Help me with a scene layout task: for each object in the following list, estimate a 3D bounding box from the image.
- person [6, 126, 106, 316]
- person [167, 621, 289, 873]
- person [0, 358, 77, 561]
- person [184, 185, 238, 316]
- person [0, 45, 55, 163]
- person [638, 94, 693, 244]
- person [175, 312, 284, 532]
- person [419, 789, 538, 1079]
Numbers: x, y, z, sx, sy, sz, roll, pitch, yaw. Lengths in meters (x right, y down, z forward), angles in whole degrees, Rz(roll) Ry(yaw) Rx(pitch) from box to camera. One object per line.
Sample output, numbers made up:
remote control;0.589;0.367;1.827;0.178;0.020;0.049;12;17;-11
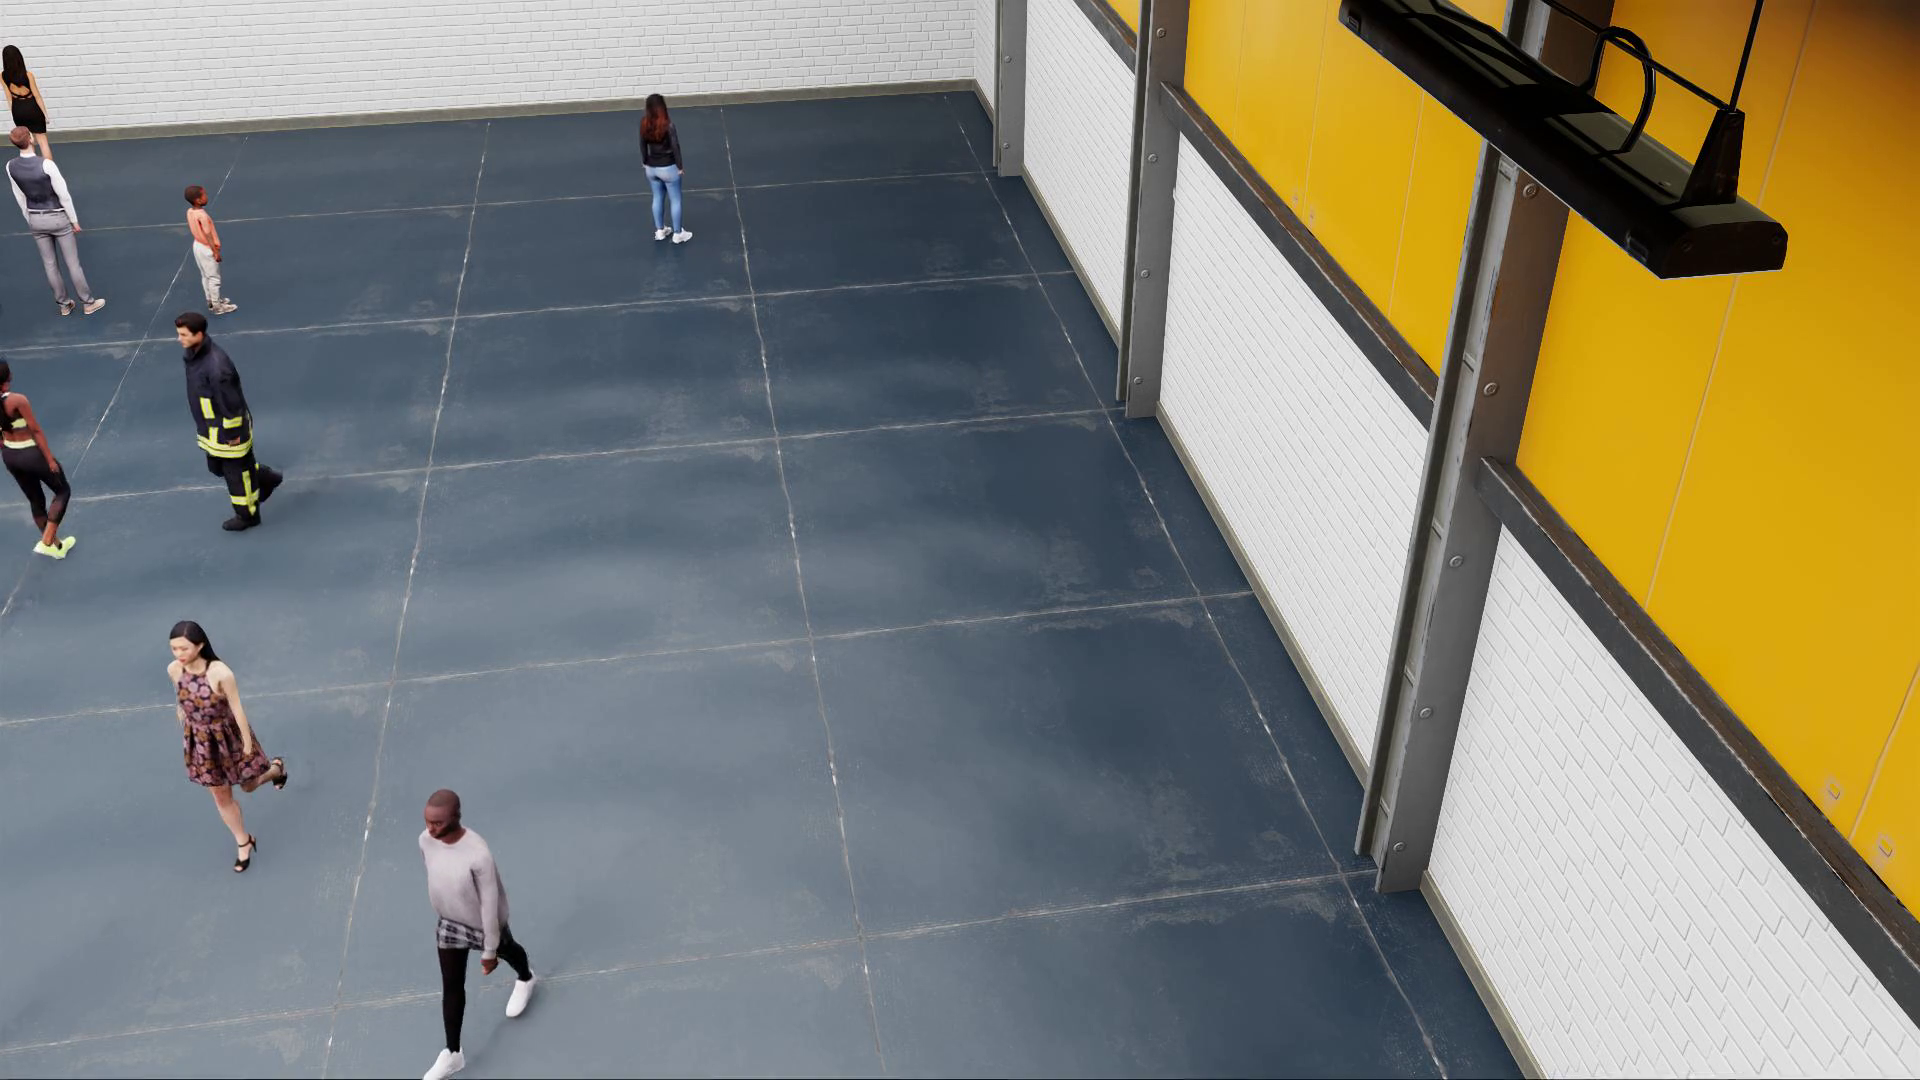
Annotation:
person;-8.991;-3.156;16.427;0.681;1.938;0.605;-1;34;-2
person;-4.427;1.183;10.062;0.810;1.758;1.021;5;34;7
person;-7.150;-0.554;12.686;0.691;1.746;0.793;4;34;6
person;-7.544;-2.902;16.616;0.605;1.306;0.528;-27;42;-34
person;-10.839;-4.926;19.354;0.547;1.646;0.477;-5;34;-7
person;-3.223;-4.024;18.011;0.748;1.630;0.760;17;37;23
person;-5.759;-0.980;13.174;1.066;1.916;0.998;-29;43;-36
person;-2.538;1.978;8.892;1.014;1.730;1.227;11;35;16
